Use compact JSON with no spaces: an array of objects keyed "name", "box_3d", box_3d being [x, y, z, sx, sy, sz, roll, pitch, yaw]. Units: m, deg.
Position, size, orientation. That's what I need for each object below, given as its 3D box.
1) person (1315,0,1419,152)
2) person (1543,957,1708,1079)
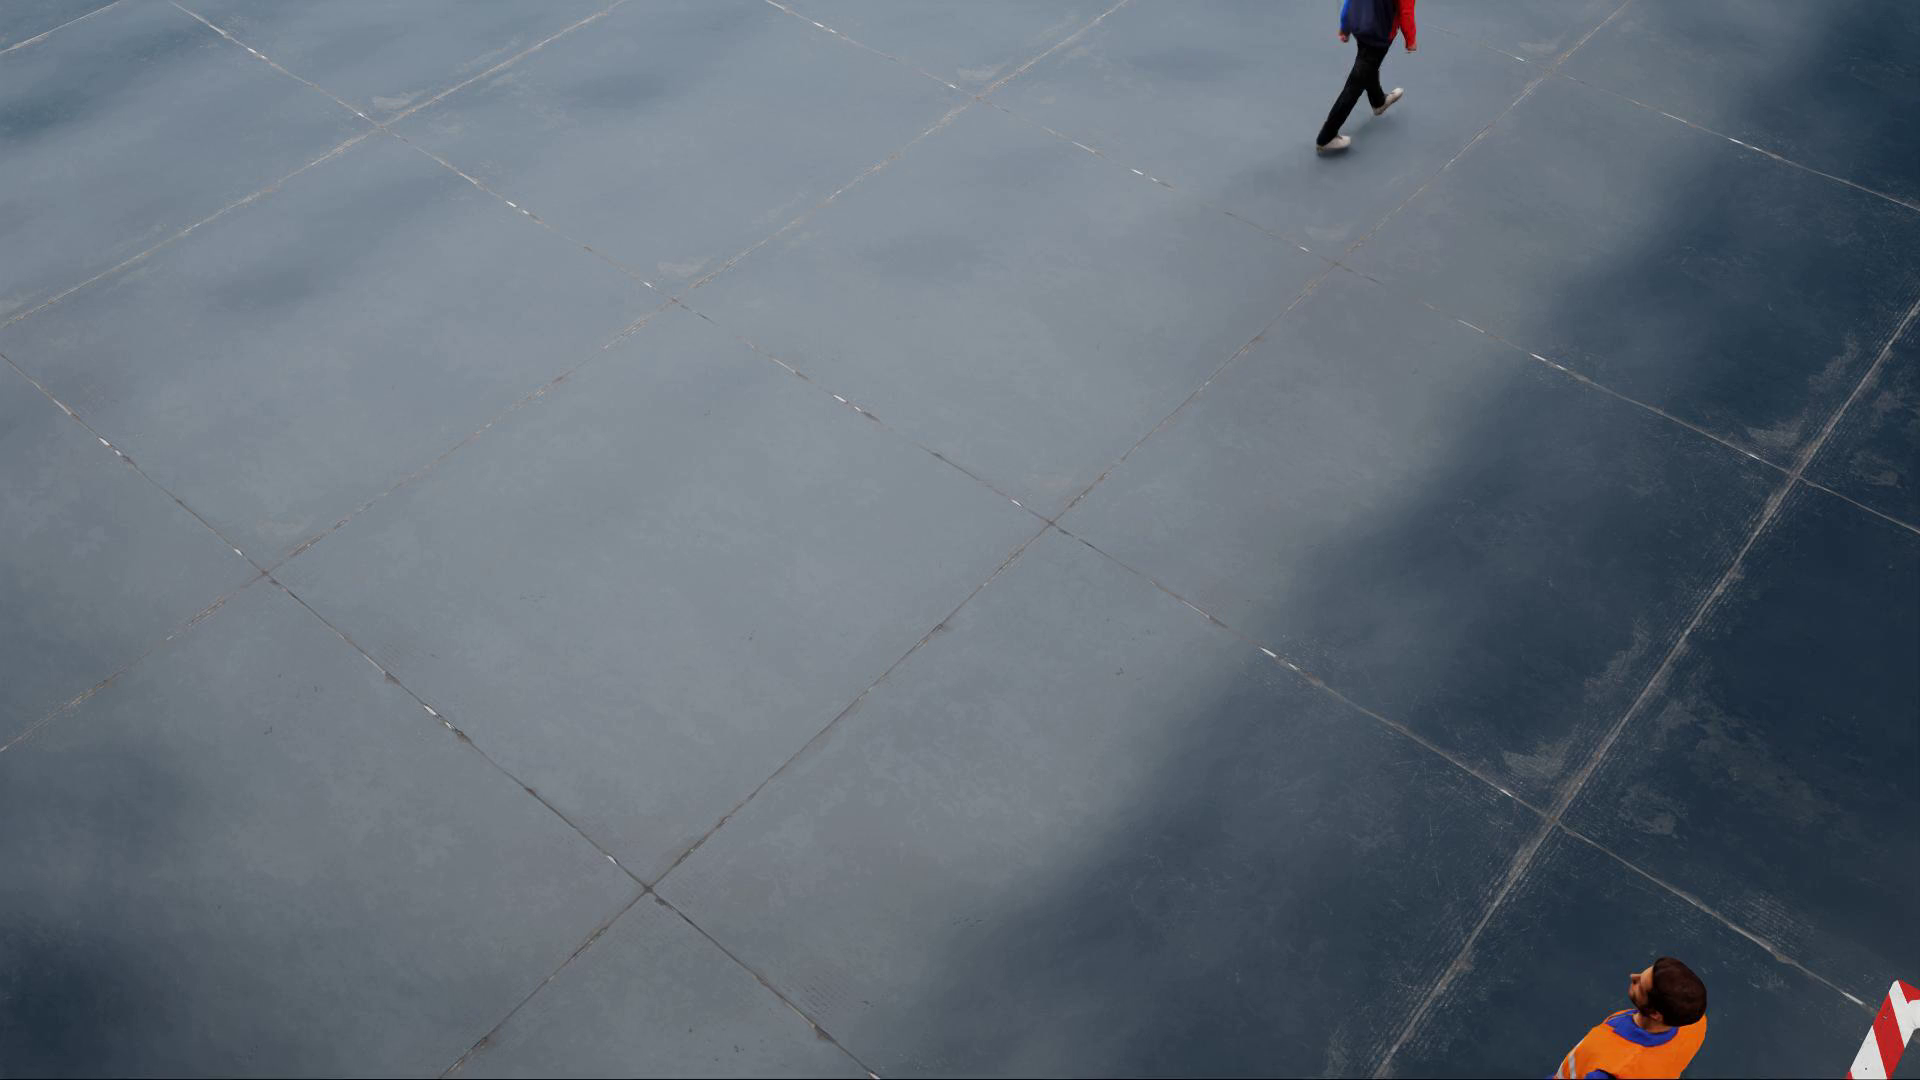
[{"name":"person","box_3d":[2.650,-3.341,10.984,0.967,1.718,1.121,-21,51,-19]},{"name":"person","box_3d":[2.341,2.092,5.893,1.204,1.817,0.753,35,56,28]}]
